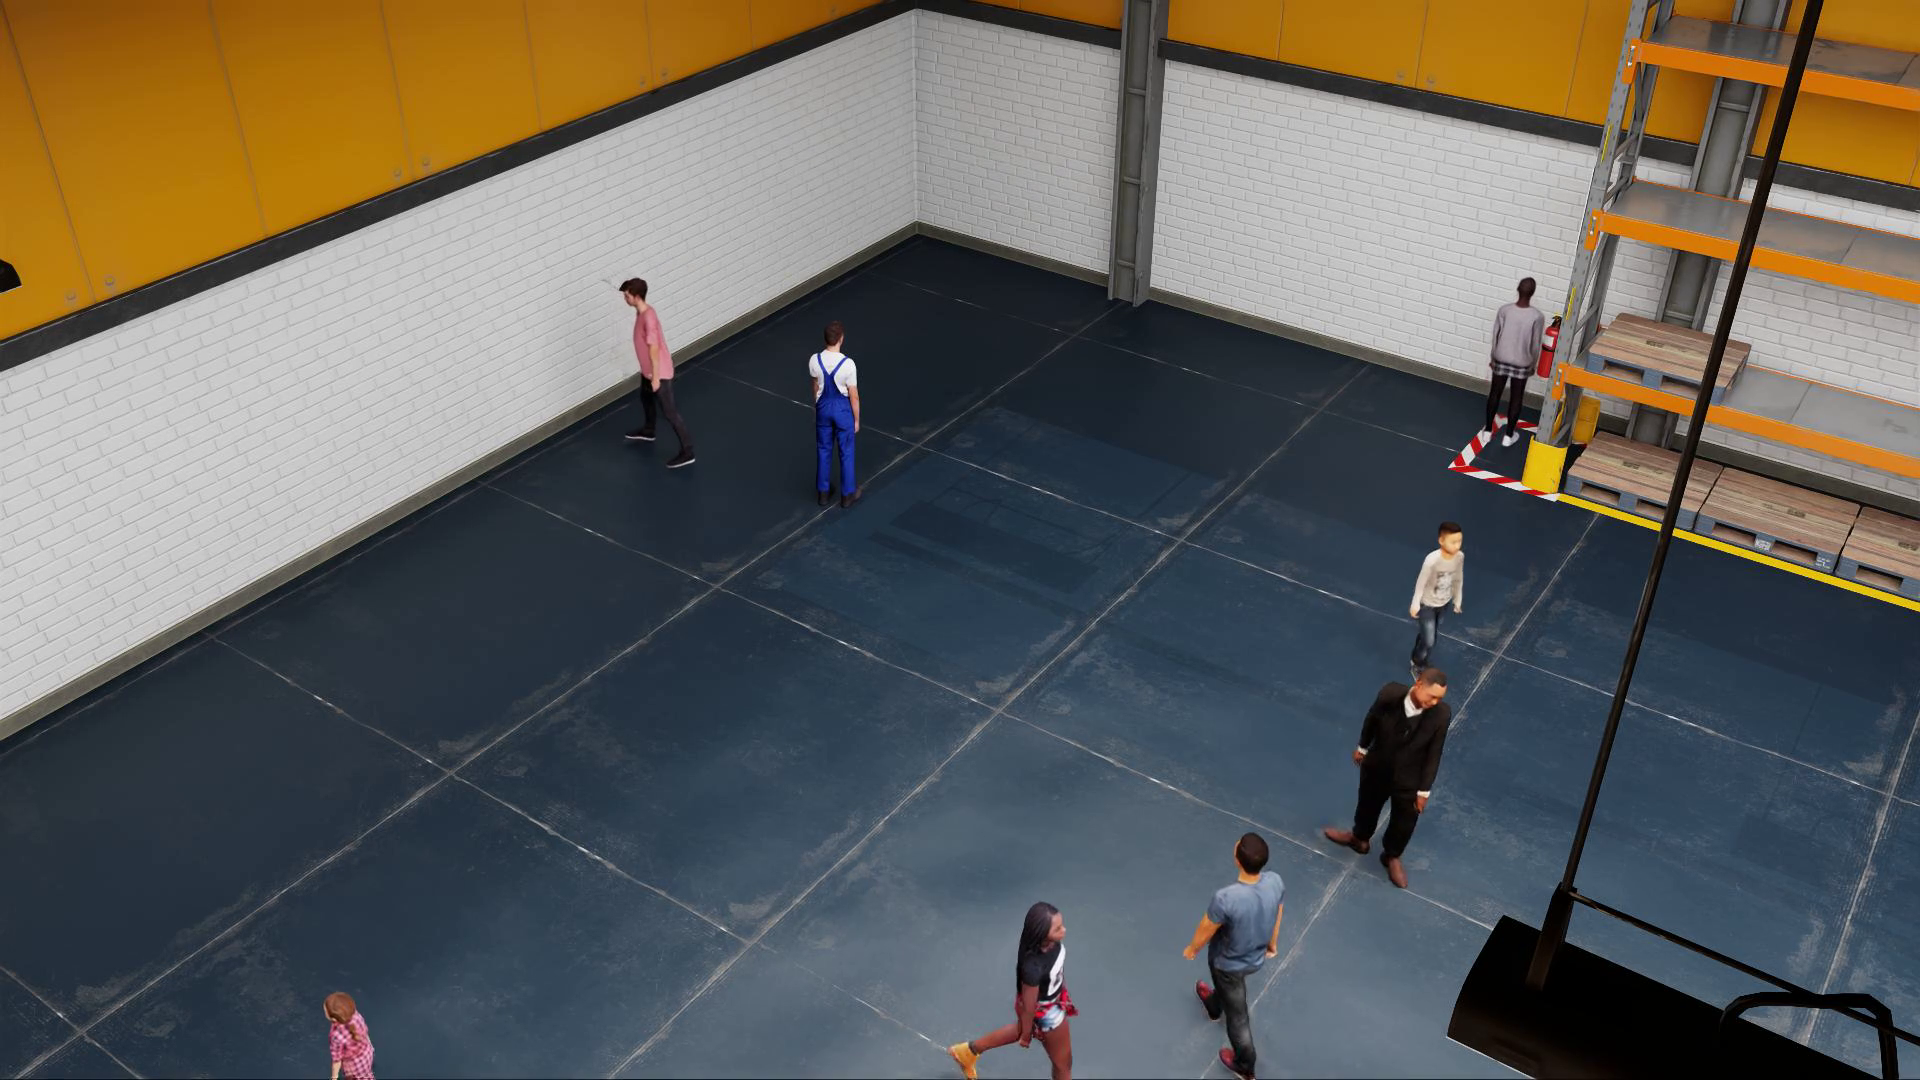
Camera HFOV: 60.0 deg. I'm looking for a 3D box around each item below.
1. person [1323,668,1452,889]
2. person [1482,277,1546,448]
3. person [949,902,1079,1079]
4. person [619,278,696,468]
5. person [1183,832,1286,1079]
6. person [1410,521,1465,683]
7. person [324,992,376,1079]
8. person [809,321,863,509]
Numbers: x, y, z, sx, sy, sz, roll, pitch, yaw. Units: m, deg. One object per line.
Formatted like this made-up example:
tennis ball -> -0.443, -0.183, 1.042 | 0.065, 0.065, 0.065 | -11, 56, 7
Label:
person -> 2.927, 1.513, 11.303 | 0.950, 1.880, 0.533 | -27, 42, -35
person -> 5.421, -1.759, 16.325 | 0.488, 1.771, 0.695 | 17, 37, 23
person -> 0.376, 2.722, 9.654 | 1.237, 1.691, 0.945 | 6, 34, 9
person -> -2.919, -1.632, 15.991 | 1.099, 1.930, 0.962 | -15, 36, -21
person -> 1.707, 2.523, 9.869 | 0.916, 1.785, 1.097 | -20, 38, -27
person -> 3.738, 0.457, 13.277 | 0.695, 1.454, 0.740 | -16, 37, -22
person -> -3.520, 3.056, 9.775 | 0.768, 1.002, 0.608 | 5, 34, 8
person -> -1.162, -1.157, 15.349 | 0.614, 1.848, 0.746 | 8, 35, 12
